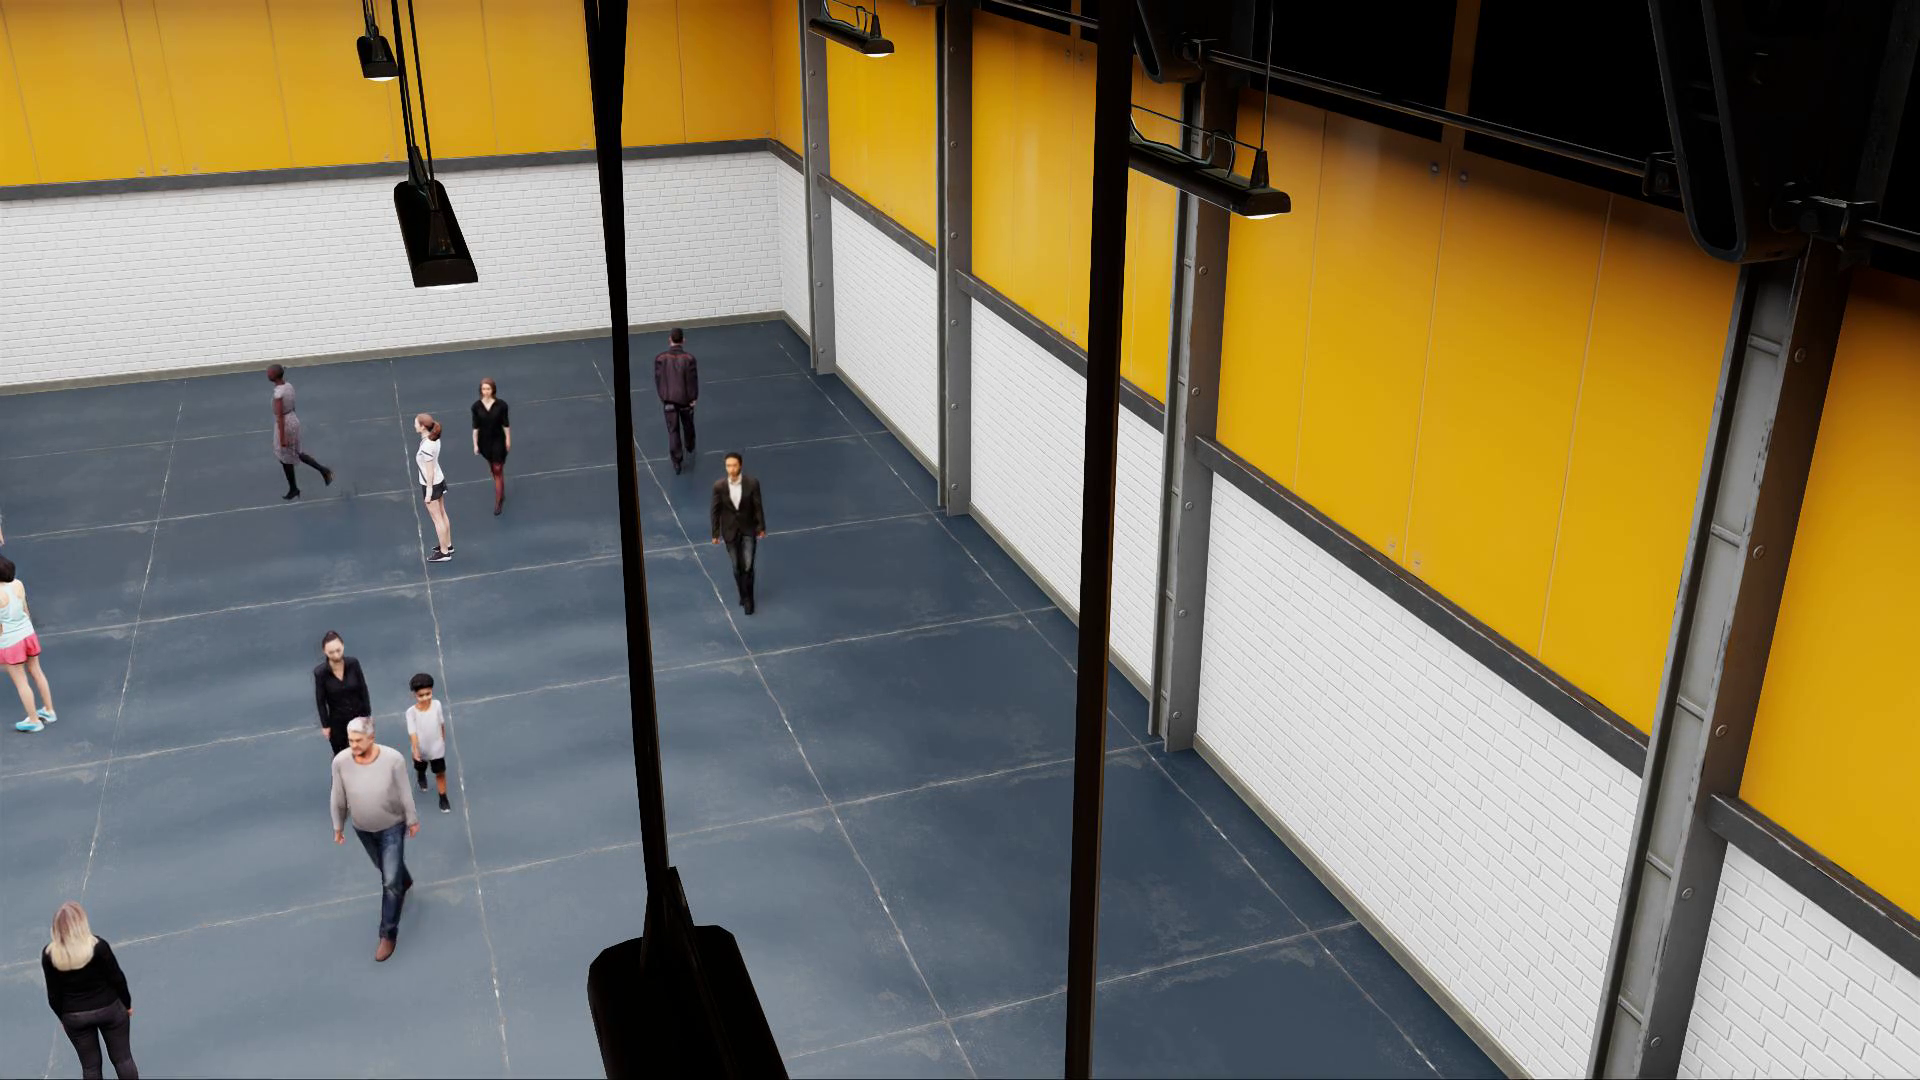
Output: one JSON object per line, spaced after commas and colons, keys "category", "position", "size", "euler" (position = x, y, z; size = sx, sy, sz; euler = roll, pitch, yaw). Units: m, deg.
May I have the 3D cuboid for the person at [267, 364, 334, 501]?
{"category": "person", "position": [-8.240, -1.318, 20.635], "size": [0.847, 1.772, 0.928], "euler": [-1, 24, -1]}

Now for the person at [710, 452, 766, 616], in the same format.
{"category": "person", "position": [-2.369, -0.140, 17.920], "size": [0.865, 1.787, 0.934], "euler": [-1, 24, -1]}

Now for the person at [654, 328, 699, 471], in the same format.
{"category": "person", "position": [-3.704, -1.820, 21.738], "size": [0.897, 1.808, 1.268], "euler": [-3, 24, -7]}

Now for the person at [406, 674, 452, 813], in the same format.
{"category": "person", "position": [-4.618, 1.713, 14.360], "size": [0.544, 1.243, 0.857], "euler": [-13, 27, -26]}

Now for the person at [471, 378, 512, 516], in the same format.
{"category": "person", "position": [-5.763, -1.194, 20.507], "size": [0.773, 1.647, 1.147], "euler": [-3, 24, -6]}

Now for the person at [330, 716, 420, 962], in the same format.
{"category": "person", "position": [-4.390, 2.126, 12.644], "size": [1.068, 1.862, 1.348], "euler": [1, 24, 2]}

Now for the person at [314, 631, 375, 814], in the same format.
{"category": "person", "position": [-5.218, 1.555, 14.143], "size": [0.632, 1.707, 0.604], "euler": [-17, 29, -34]}

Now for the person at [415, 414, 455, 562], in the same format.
{"category": "person", "position": [-6.031, -0.617, 19.055], "size": [0.683, 1.752, 0.580], "euler": [-2, 24, -4]}

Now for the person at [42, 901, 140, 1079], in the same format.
{"category": "person", "position": [-5.588, 3.060, 10.725], "size": [0.615, 1.686, 0.536], "euler": [-7, 25, -15]}

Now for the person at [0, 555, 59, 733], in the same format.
{"category": "person", "position": [-8.775, 0.945, 15.466], "size": [0.750, 1.764, 0.669], "euler": [7, 25, 16]}
